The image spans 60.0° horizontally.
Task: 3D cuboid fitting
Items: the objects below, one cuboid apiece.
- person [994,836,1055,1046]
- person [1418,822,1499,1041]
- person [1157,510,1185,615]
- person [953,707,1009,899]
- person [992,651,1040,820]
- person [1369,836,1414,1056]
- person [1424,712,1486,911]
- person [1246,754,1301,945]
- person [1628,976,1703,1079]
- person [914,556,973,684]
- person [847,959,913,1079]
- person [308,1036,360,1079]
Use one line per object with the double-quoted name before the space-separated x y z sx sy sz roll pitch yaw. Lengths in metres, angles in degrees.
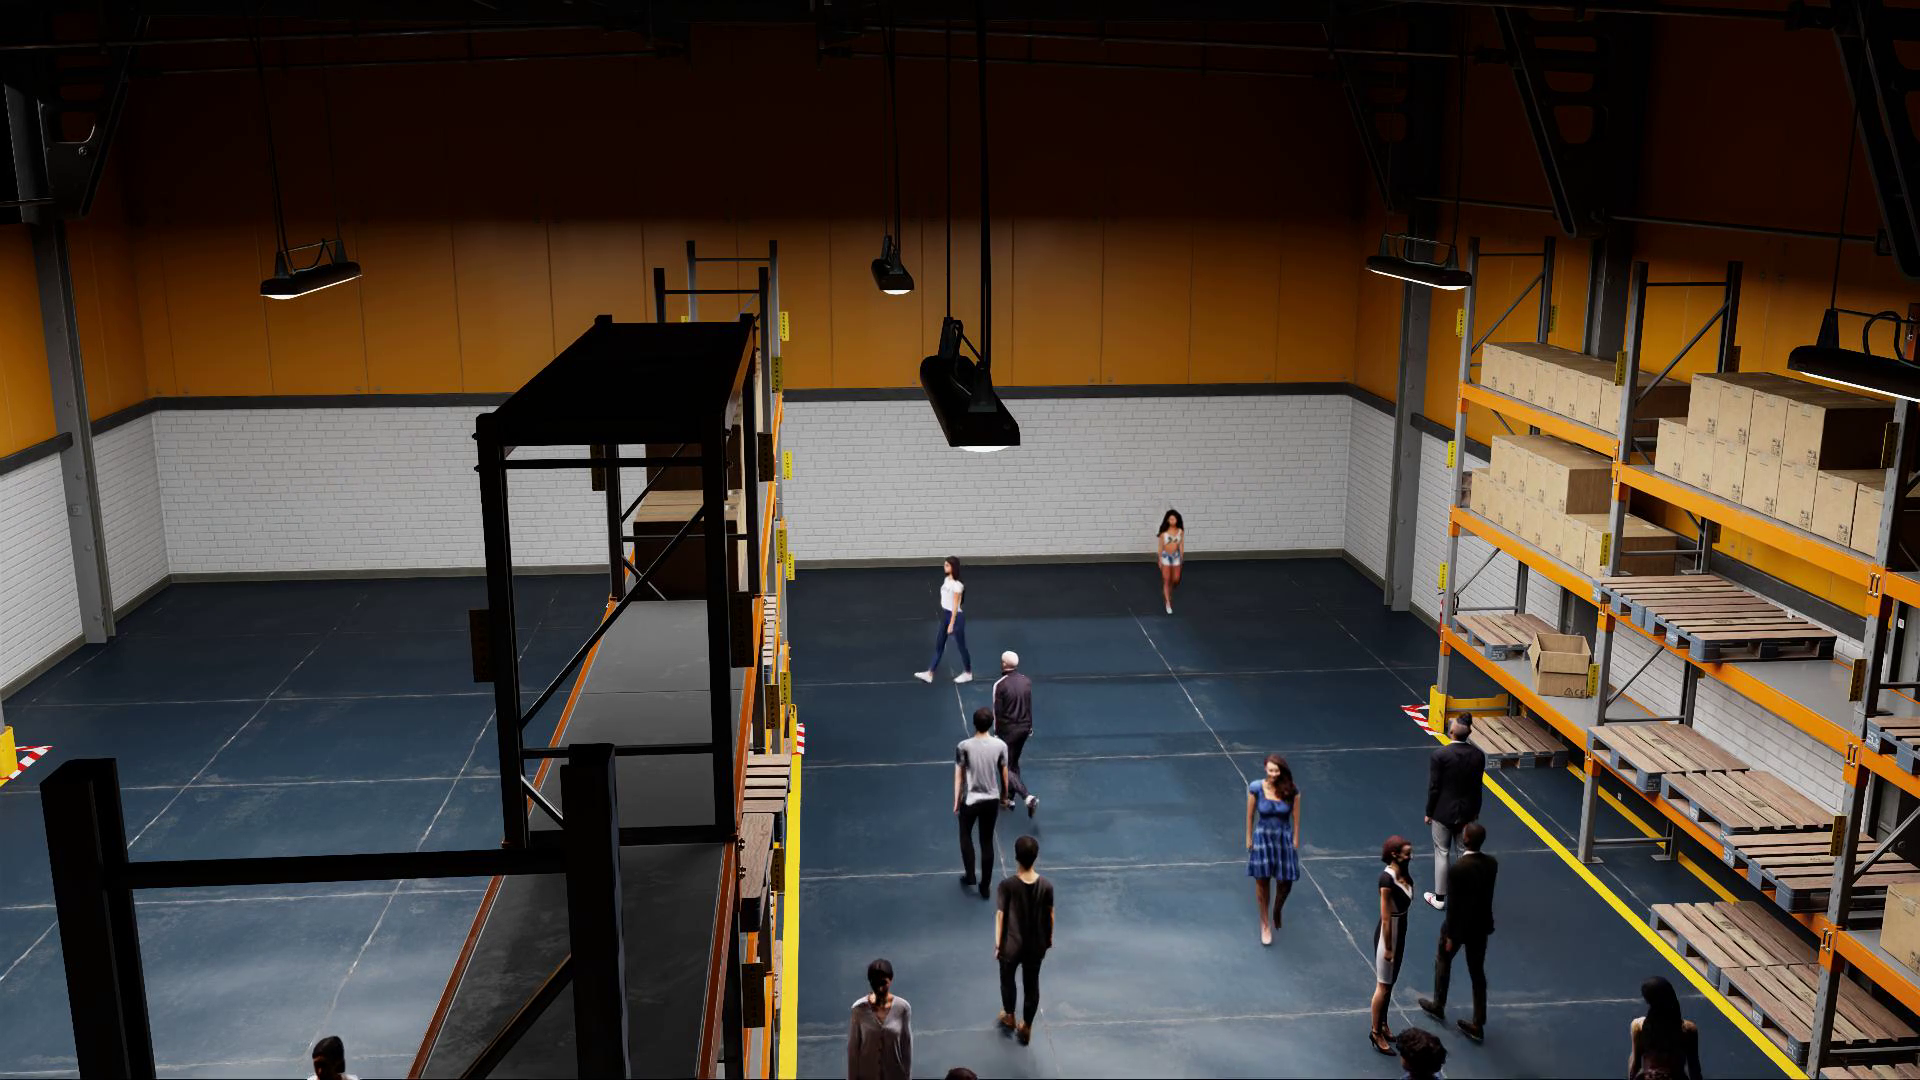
"person" 0.513 3.228 13.286 0.640 1.701 0.670 -1 14 -6
"person" 4.146 3.170 13.359 0.857 1.779 0.997 -6 15 -23
"person" 3.210 0.317 25.492 0.569 1.614 0.719 -2 14 -7
"person" 0.202 2.533 15.844 0.728 1.849 0.700 -2 14 -9
"person" 0.616 2.107 17.684 1.037 1.810 1.200 -10 17 -35
"person" 3.421 3.195 13.221 0.709 1.797 0.595 7 15 26
"person" 4.656 2.525 15.661 0.721 1.950 0.594 -2 14 -9
"person" 2.820 2.762 15.011 0.752 1.795 0.793 3 14 10
"person" 4.701 3.754 11.005 0.849 1.752 0.845 9 16 34
"person" -0.002 1.081 22.064 0.943 1.743 1.084 -7 15 -26
"person" -0.557 3.654 11.405 0.611 1.760 0.639 0 14 -1
"person" -3.965 3.903 10.648 0.576 1.631 0.586 -2 14 -9
